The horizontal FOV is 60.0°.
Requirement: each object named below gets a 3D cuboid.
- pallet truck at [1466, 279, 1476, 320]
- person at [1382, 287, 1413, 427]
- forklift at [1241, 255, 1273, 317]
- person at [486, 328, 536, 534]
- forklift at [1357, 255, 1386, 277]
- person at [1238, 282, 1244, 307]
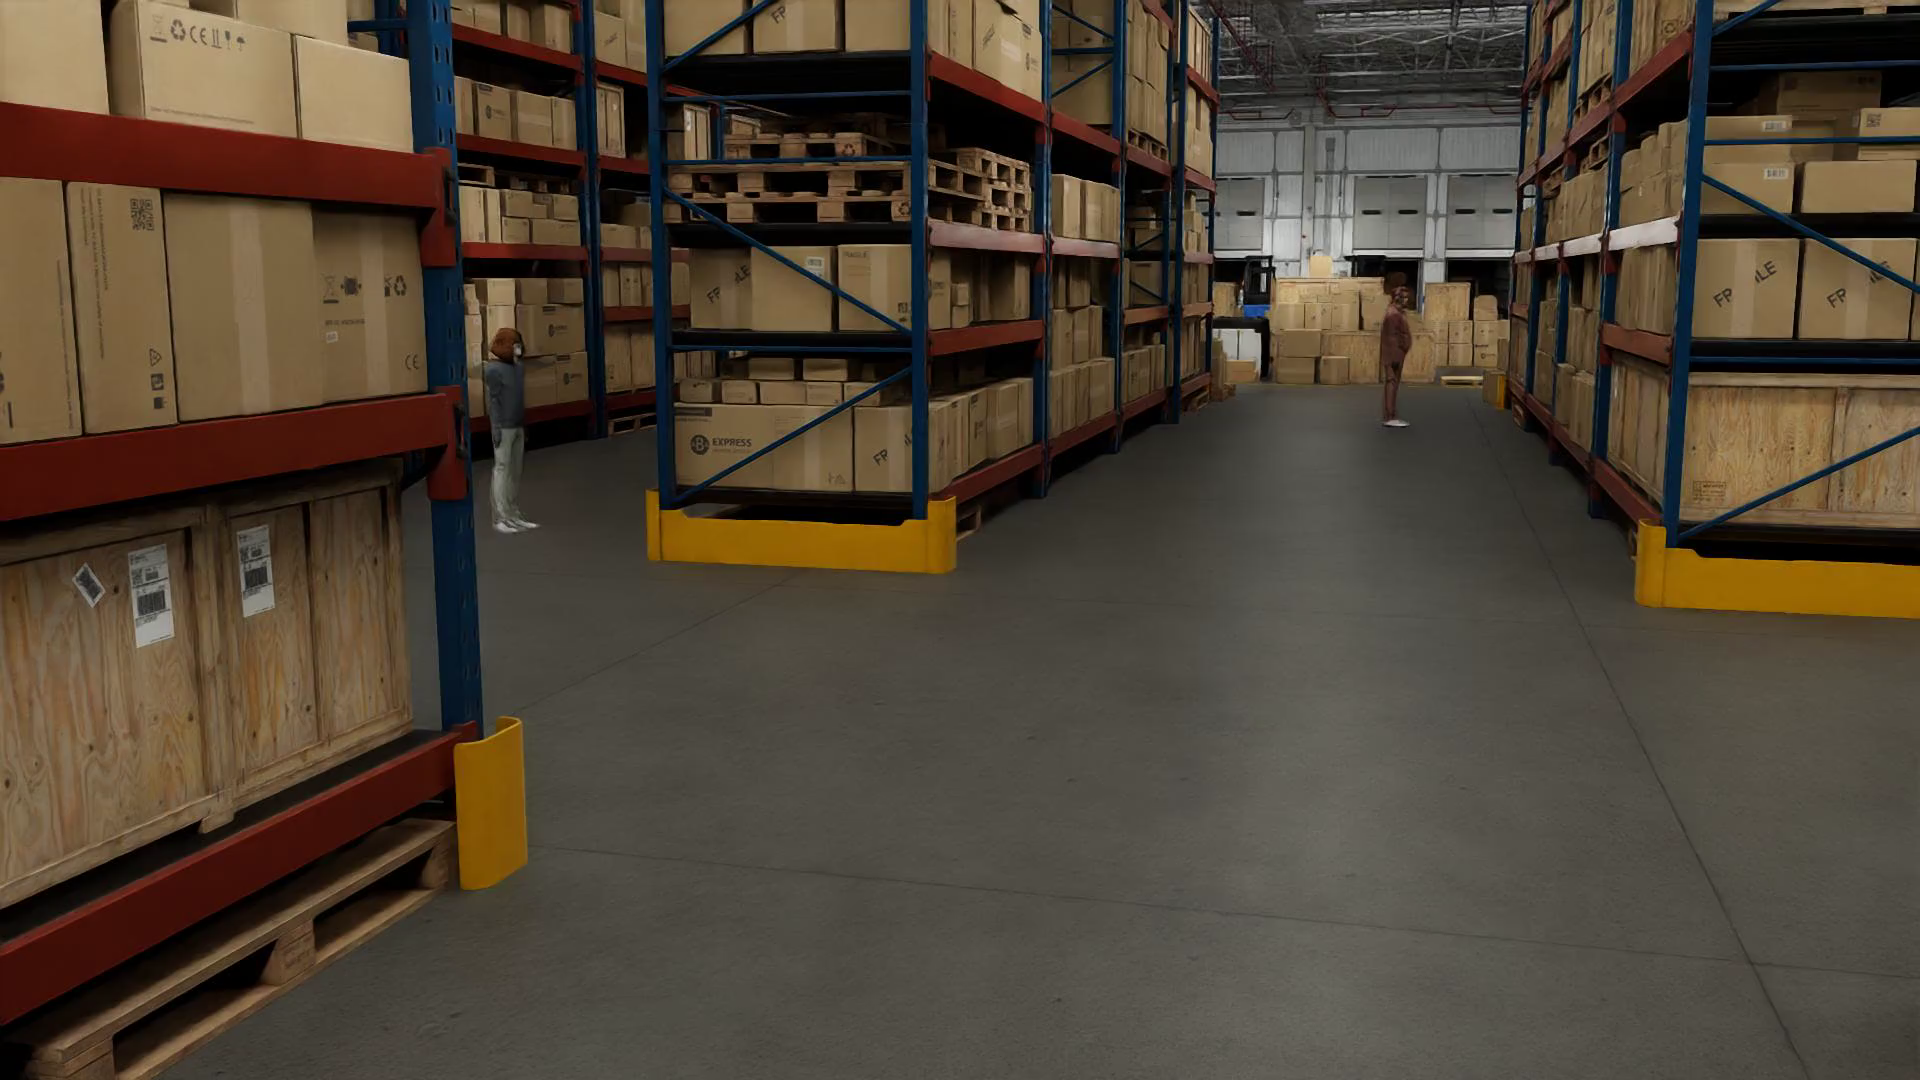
[{"bbox_3d":[18.896,-8.459,60.307,1.885,1.965,0.823,5,10,31],"label":"pallet truck"},{"bbox_3d":[5.960,-2.490,22.678,0.403,1.906,0.651,2,9,15],"label":"person"},{"bbox_3d":[10.551,-8.662,58.805,1.129,2.768,1.873,2,9,15],"label":"forklift"},{"bbox_3d":[-3.592,-0.874,13.273,0.266,1.631,0.507,2,9,15],"label":"person"},{"bbox_3d":[14.170,-8.449,57.448,1.129,2.768,1.873,-2,9,-12],"label":"forklift"},{"bbox_3d":[10.574,-8.701,62.201,0.337,1.883,0.584,2,9,15],"label":"person"}]
